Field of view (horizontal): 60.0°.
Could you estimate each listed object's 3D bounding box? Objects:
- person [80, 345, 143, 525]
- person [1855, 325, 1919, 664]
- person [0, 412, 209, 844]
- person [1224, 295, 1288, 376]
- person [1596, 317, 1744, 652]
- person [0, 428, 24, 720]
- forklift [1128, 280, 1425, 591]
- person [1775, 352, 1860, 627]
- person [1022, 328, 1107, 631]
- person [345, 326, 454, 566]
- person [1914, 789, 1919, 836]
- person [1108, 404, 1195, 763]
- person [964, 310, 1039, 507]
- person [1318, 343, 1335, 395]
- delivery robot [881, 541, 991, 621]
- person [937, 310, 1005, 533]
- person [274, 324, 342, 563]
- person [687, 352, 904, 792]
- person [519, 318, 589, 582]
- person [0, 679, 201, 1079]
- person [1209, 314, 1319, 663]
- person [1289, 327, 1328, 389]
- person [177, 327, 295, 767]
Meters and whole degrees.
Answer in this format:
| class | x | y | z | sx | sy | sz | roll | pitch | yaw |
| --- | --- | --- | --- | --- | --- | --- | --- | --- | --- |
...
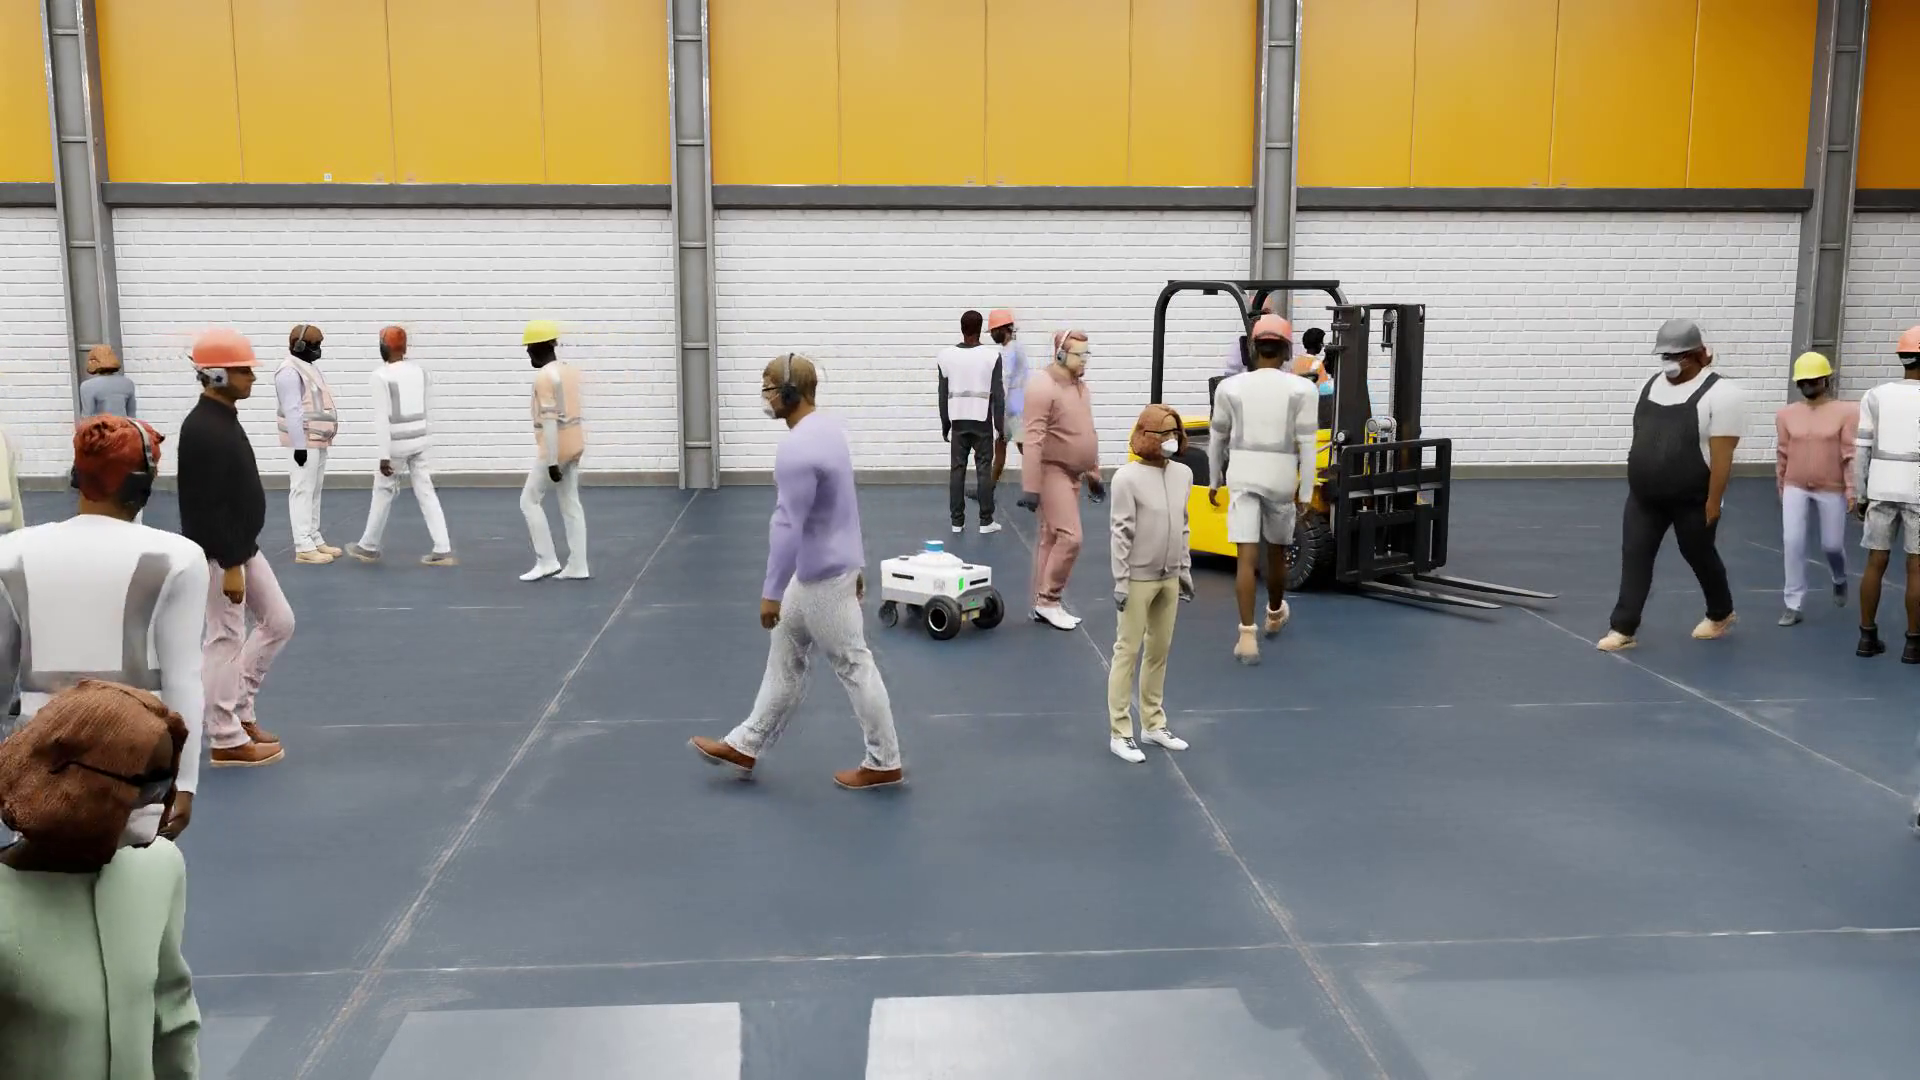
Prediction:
| class | x | y | z | sx | sy | sz | roll | pitch | yaw |
| --- | --- | --- | --- | --- | --- | --- | --- | --- | --- |
| person | -7.203 | -0.838 | 14.106 | 0.273 | 1.630 | 0.501 | 5 | 10 | 26 |
| person | 5.430 | -0.263 | 9.542 | 0.375 | 1.934 | 0.548 | -7 | 11 | -38 |
| person | -2.270 | 0.615 | 4.280 | 0.615 | 1.862 | 0.714 | -1 | 9 | -4 |
| person | 2.791 | -1.358 | 16.148 | 0.616 | 2.011 | 0.881 | -4 | 10 | -25 |
| person | 4.292 | -0.367 | 9.862 | 1.023 | 2.000 | 0.682 | -6 | 11 | -34 |
| person | -4.939 | 0.018 | 8.254 | 0.924 | 1.786 | 0.611 | 1 | 9 | 4 |
| forklift | 2.301 | -0.860 | 12.475 | 1.214 | 2.155 | 2.313 | -6 | 11 | -35 |
| person | 5.470 | -0.335 | 10.604 | 0.533 | 1.738 | 0.688 | 8 | 12 | 41 |
| person | 0.638 | -0.372 | 10.368 | 0.482 | 1.880 | 0.675 | 4 | 10 | 21 |
| person | -4.294 | -0.713 | 12.718 | 0.962 | 1.826 | 0.590 | 5 | 10 | 30 |
| person | 4.150 | 0.288 | 6.483 | 0.785 | 1.799 | 0.613 | -2 | 9 | -13 |
| person | 0.888 | 0.188 | 7.650 | 0.501 | 1.633 | 0.284 | -7 | 12 | -39 |
| person | 0.436 | -1.259 | 15.964 | 0.945 | 1.872 | 0.658 | 2 | 9 | 11 |
| person | 3.113 | -0.772 | 13.551 | 0.661 | 1.678 | 0.540 | 8 | 12 | 42 |
| delivery robot | -0.154 | 0.248 | 10.358 | 0.707 | 0.478 | 0.477 | 7 | 12 | 39 |
| person | 0.097 | -1.011 | 14.298 | 0.592 | 1.917 | 0.392 | 3 | 9 | 16 |
| person | -5.034 | -0.744 | 12.875 | 0.429 | 1.838 | 0.621 | -1 | 9 | -7 |
| person | -0.709 | 0.155 | 7.067 | 1.021 | 1.881 | 0.641 | 1 | 9 | 3 |
| person | -2.971 | -0.641 | 12.011 | 0.606 | 1.901 | 0.590 | 2 | 9 | 13 |
| person | -1.394 | 1.006 | 2.543 | 0.386 | 1.615 | 0.547 | 3 | 9 | 16 |
| person | 1.769 | -0.324 | 9.778 | 0.645 | 1.969 | 1.060 | 2 | 9 | 14 |
| person | 3.517 | -1.291 | 16.762 | 0.318 | 1.691 | 0.529 | -5 | 11 | -30 |
| person | -3.233 | 0.047 | 7.434 | 0.456 | 1.981 | 0.648 | -2 | 9 | -14 |
